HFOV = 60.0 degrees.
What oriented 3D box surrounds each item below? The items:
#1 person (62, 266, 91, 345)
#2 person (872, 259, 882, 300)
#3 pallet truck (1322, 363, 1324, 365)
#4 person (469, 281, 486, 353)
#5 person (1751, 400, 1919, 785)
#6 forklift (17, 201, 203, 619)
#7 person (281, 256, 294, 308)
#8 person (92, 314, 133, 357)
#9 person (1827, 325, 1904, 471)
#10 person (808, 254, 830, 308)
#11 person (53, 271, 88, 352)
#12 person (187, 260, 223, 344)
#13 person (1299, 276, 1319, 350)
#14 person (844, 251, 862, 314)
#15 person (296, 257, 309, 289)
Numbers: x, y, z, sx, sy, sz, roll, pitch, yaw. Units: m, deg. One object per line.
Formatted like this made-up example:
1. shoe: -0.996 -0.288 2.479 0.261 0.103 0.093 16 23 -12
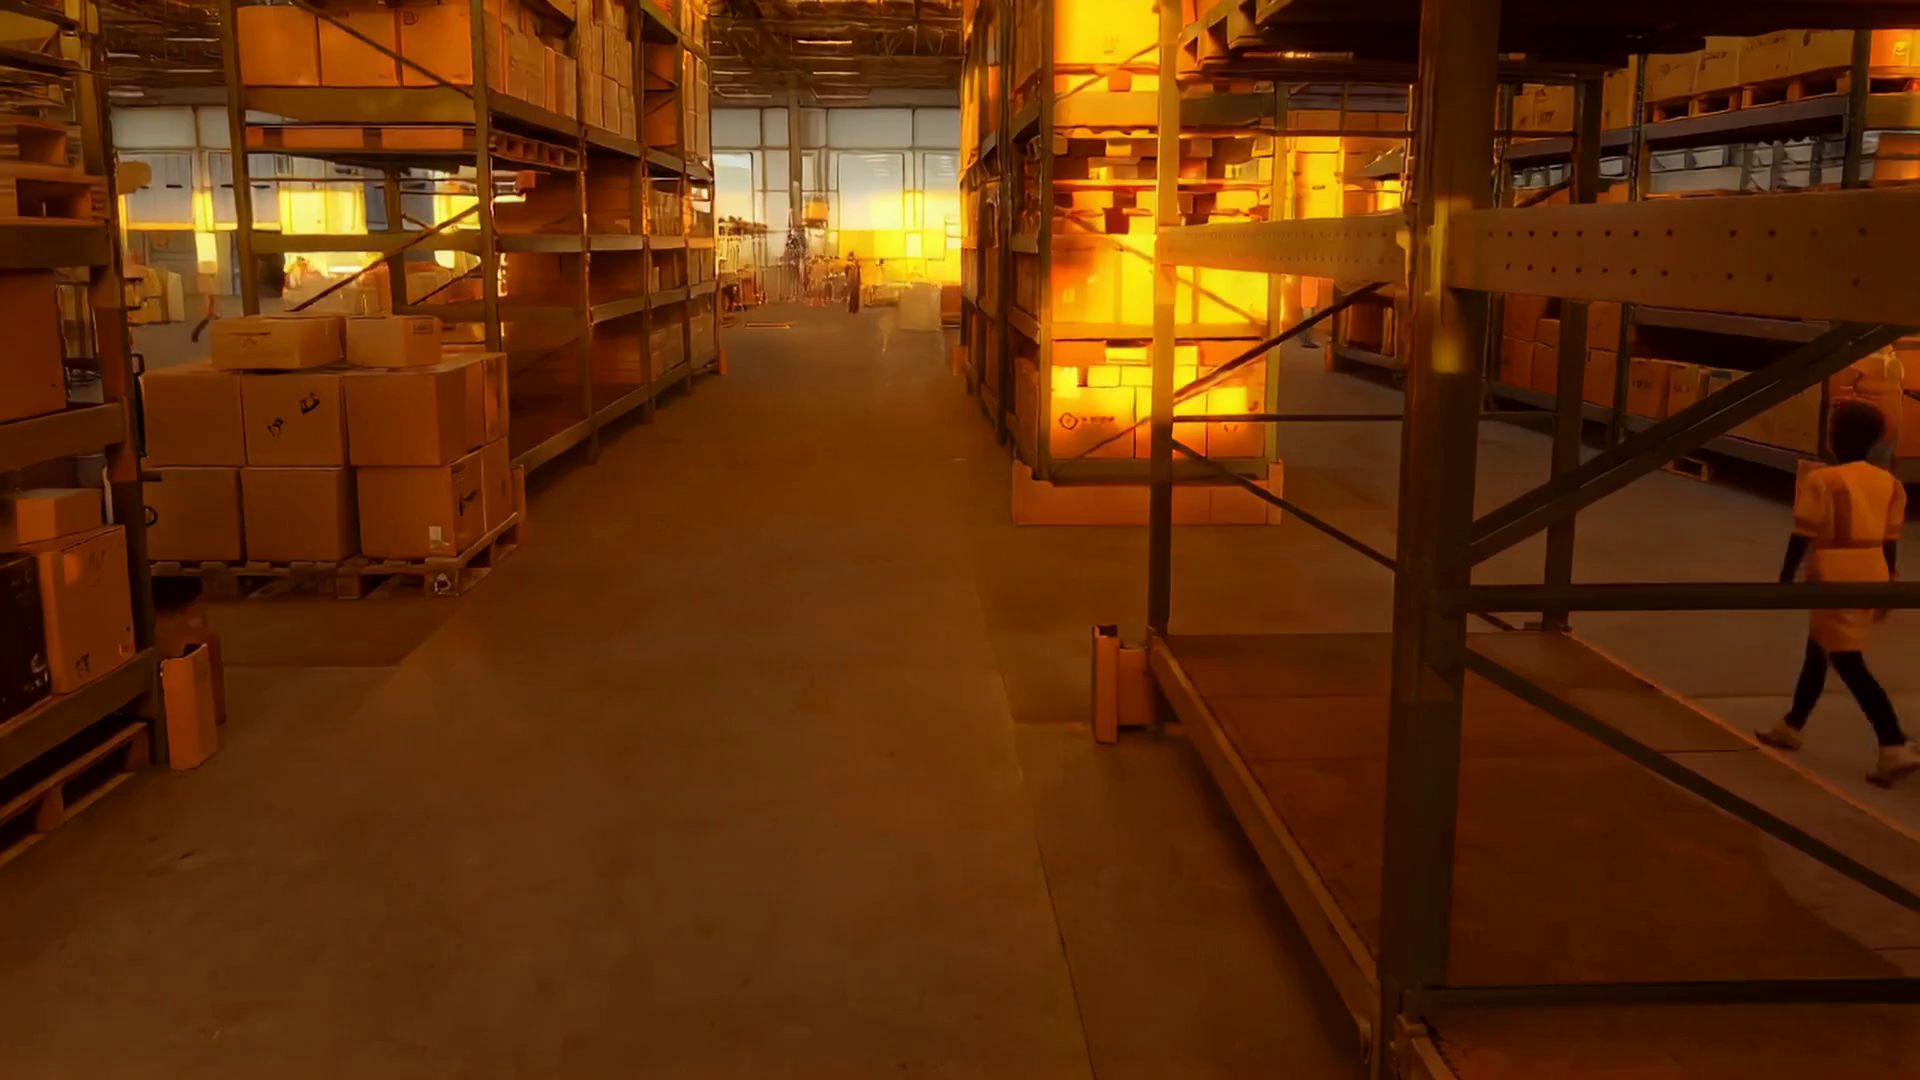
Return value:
1. person: -20.224 -5.381 37.879 0.557 1.893 1.013 3 11 18
2. person: -3.209 -9.872 63.410 0.463 1.685 0.535 -8 13 -36
3. pallet truck: 7.712 -4.157 30.737 1.885 1.965 0.823 3 11 16
4. person: -8.892 -4.007 30.940 0.366 1.624 0.536 8 13 38
5. person: 3.953 0.218 7.336 0.527 1.654 0.873 -5 11 -25
6. forklift: -5.811 -0.900 10.132 1.873 2.768 1.129 0 10 -2
7. person: -23.726 -9.088 58.637 0.728 1.842 0.551 5 11 24
8. person: -12.368 -2.794 24.297 0.503 1.586 0.872 -2 10 -12
9. person: 6.343 -0.678 11.646 0.642 1.900 0.400 -4 11 -24
10. person: -5.061 -9.197 59.133 0.637 1.900 0.997 -9 14 -42
11. person: -19.120 -4.832 35.294 0.925 1.718 0.538 1 10 7
12. person: -17.129 -5.402 37.870 0.889 1.936 0.610 -7 12 -33
13. person: 7.603 -5.122 36.120 0.386 1.996 0.610 10 14 43
14. person: -3.520 -8.351 53.983 0.538 2.000 0.684 6 12 29
15. person: -23.439 -9.213 59.445 0.869 1.807 0.627 3 11 17
